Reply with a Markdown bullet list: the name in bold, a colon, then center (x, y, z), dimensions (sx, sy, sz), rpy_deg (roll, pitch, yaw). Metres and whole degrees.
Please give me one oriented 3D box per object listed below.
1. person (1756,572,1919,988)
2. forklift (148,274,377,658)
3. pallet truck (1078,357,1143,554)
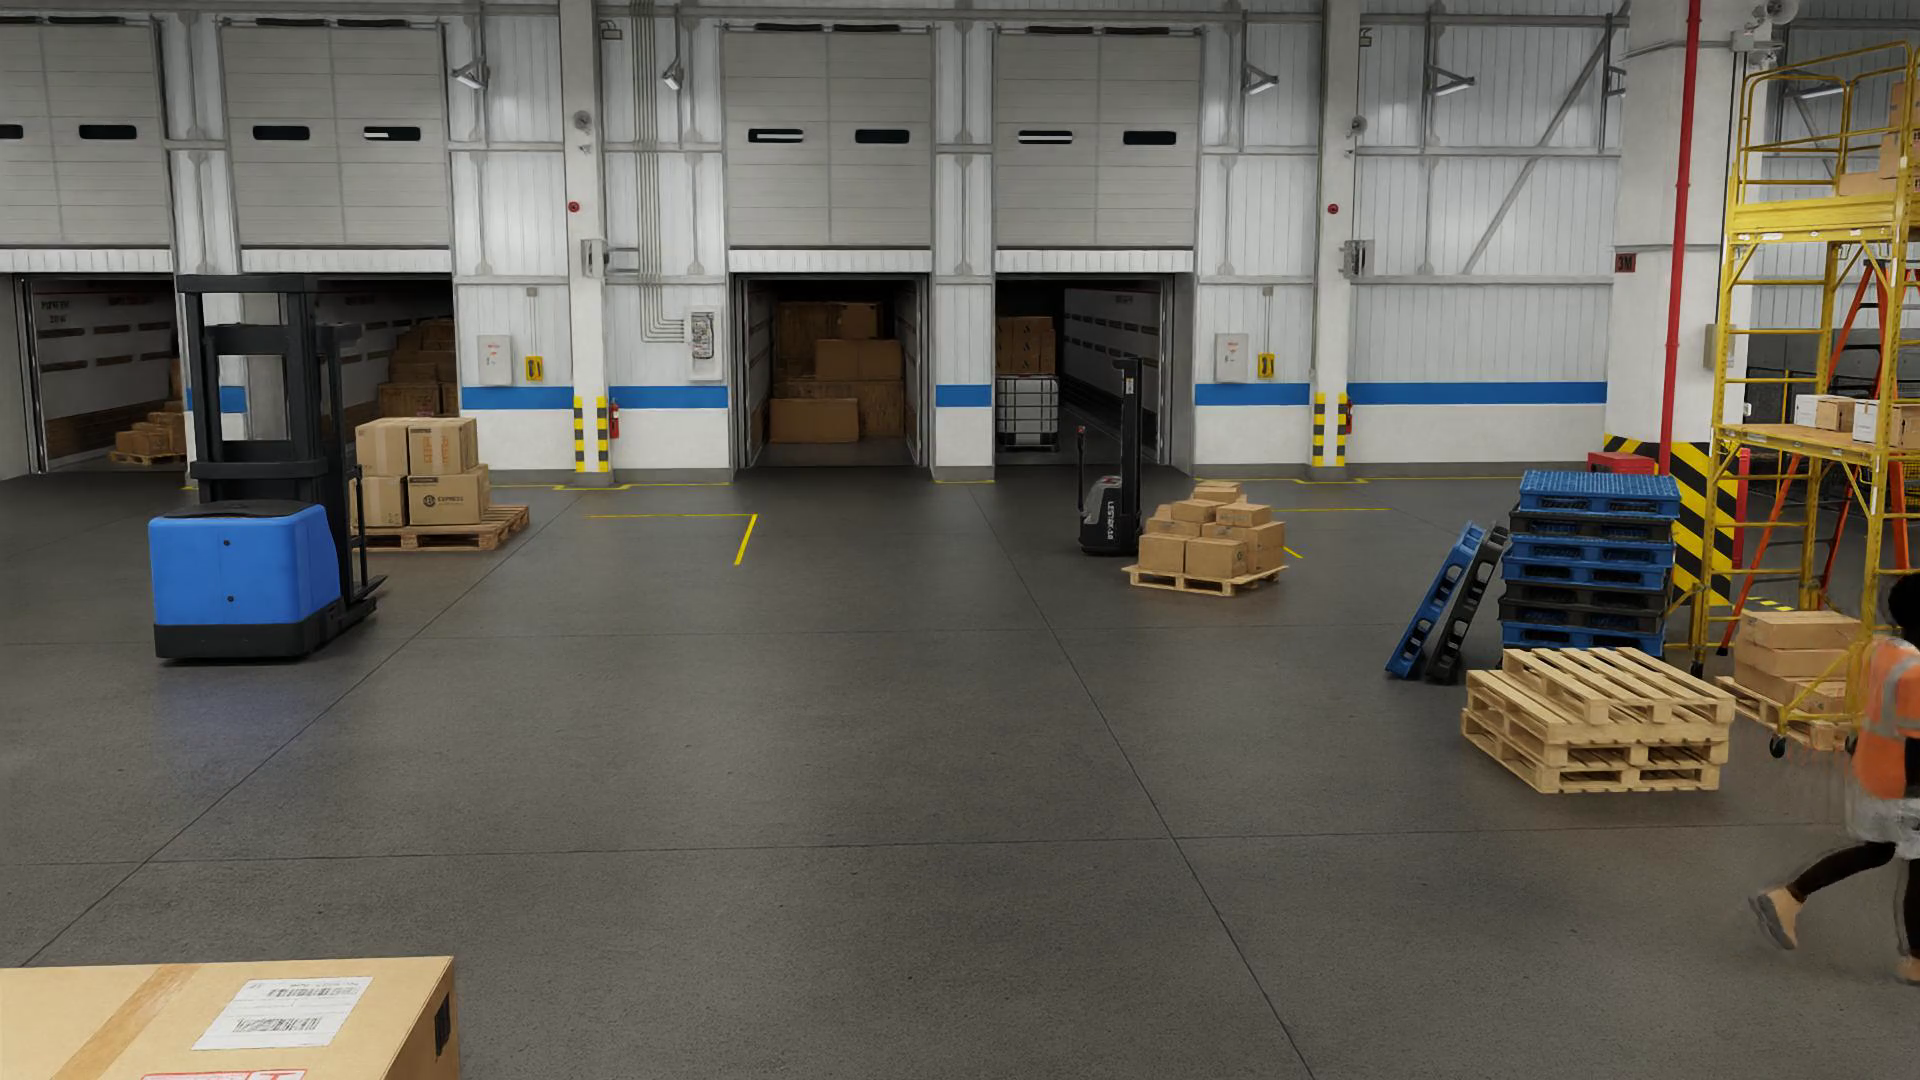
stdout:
- **person**: center (3.663, 0.939, 6.637), dimensions (0.735, 1.674, 0.539), rpy_deg (3, 9, 16)
- **forklift**: center (-5.348, -0.627, 12.681), dimensions (1.129, 2.768, 1.873), rpy_deg (-1, 9, -4)
- **pallet truck**: center (2.088, -0.836, 16.757), dimensions (1.885, 1.965, 0.823), rpy_deg (2, 9, 13)
